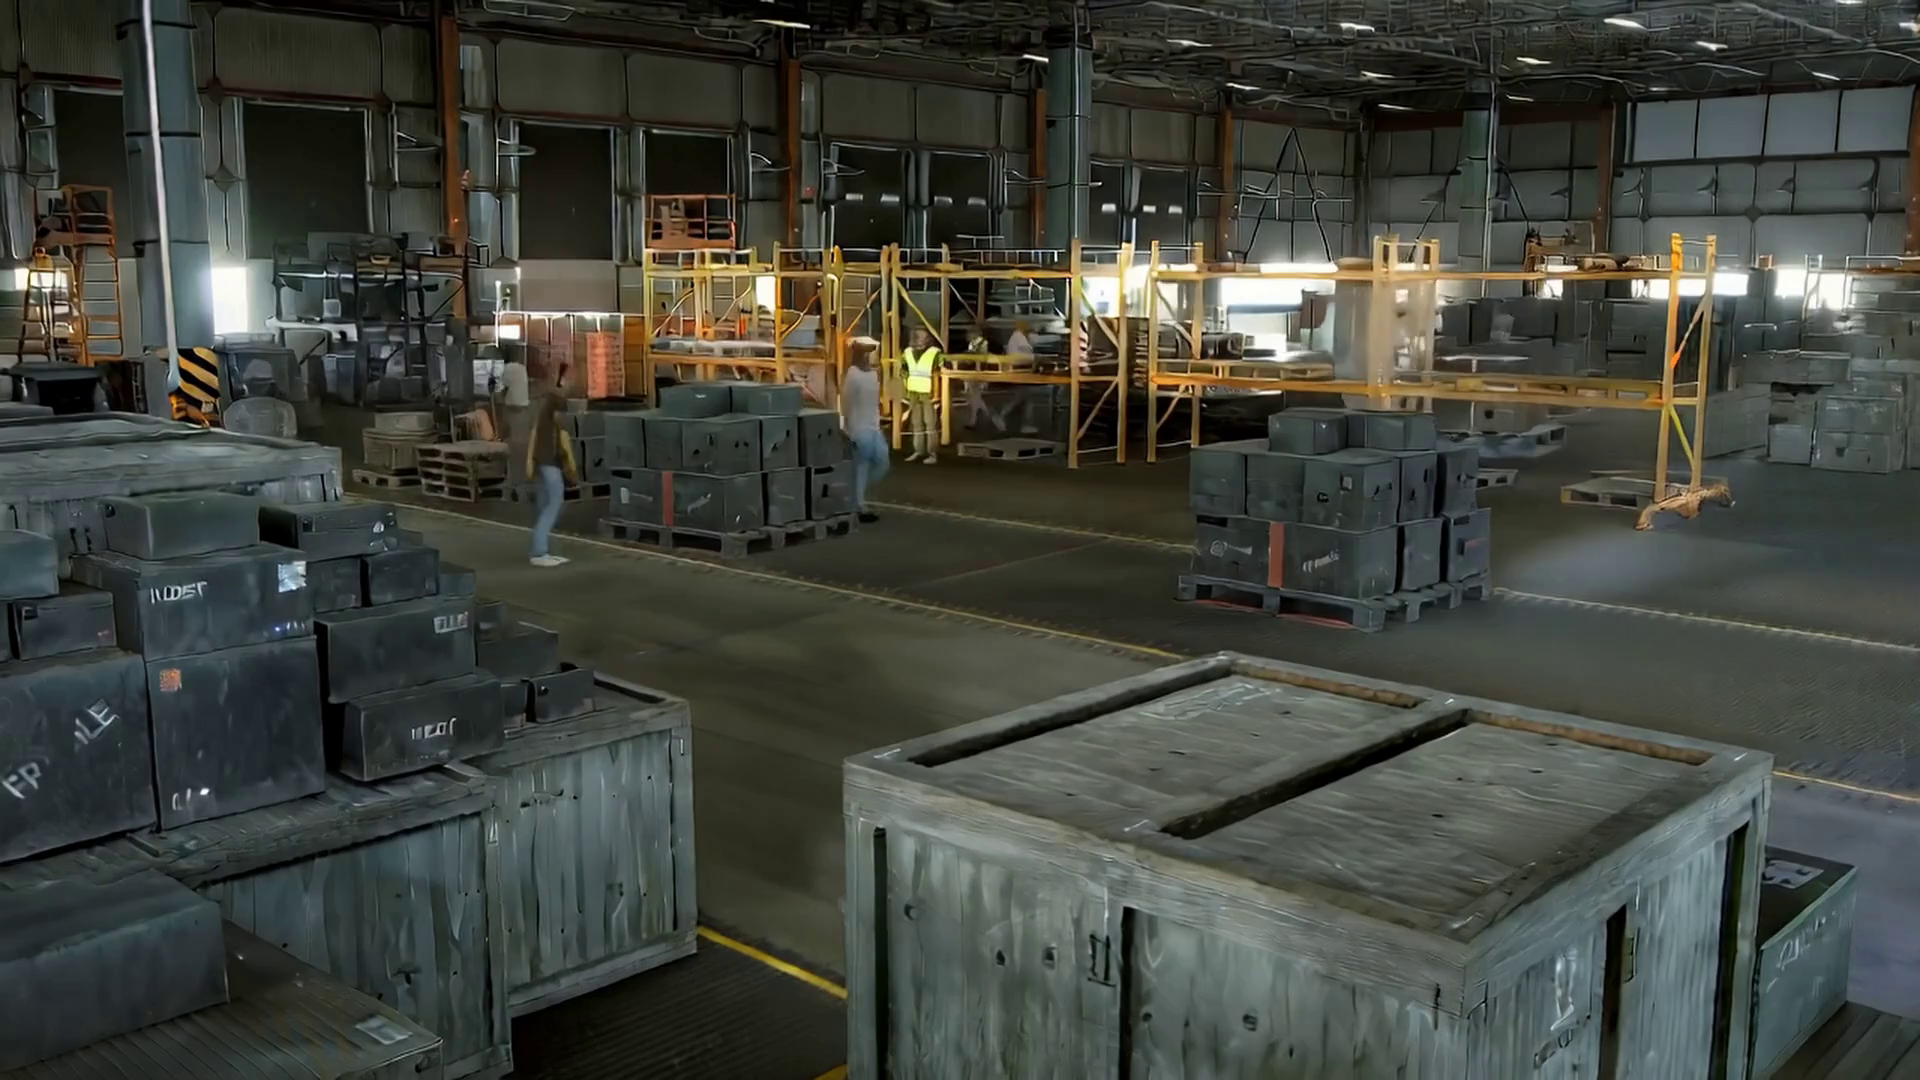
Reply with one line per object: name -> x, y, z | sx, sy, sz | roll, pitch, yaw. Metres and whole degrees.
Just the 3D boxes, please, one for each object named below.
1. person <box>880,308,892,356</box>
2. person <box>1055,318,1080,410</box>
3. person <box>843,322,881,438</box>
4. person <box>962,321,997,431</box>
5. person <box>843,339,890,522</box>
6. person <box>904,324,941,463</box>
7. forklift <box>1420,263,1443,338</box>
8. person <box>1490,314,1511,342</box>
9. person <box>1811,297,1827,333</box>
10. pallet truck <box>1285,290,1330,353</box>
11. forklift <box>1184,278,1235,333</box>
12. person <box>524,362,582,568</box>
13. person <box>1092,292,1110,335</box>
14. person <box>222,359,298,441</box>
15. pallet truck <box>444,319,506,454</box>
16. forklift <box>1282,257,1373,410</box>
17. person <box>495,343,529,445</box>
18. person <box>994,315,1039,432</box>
person -> -1.952, -5.334, 44.078 | 0.323, 1.632, 0.524 | 1, 9, 8
person -> 2.036, -3.331, 31.465 | 0.484, 1.739, 0.319 | -2, 10, -13
person -> -1.552, -2.511, 26.166 | 0.636, 1.834, 0.430 | -6, 11, -34
person -> 0.317, -2.726, 27.527 | 0.541, 1.819, 0.772 | 9, 13, 44
person -> -0.981, -1.132, 17.408 | 0.435, 1.923, 0.660 | 4, 10, 25
person -> -0.508, -2.010, 22.858 | 0.586, 1.910, 0.395 | 7, 11, 35
forklift -> 13.032, -6.424, 46.932 | 1.873, 2.768, 1.129 | 3, 10, 17
person -> 9.638, -3.051, 29.398 | 0.612, 1.843, 0.935 | -9, 13, -43
person -> 22.081, -5.287, 42.899 | 0.584, 1.916, 0.654 | 2, 9, 10
pallet truck -> 11.297, -6.951, 52.861 | 1.885, 1.965, 0.823 | -5, 11, -29
forklift -> 6.700, -6.374, 46.624 | 1.873, 2.768, 1.129 | 9, 13, 43
person -> -3.634, -0.659, 14.789 | 0.542, 1.828, 0.536 | -6, 11, -34
person -> 4.361, -6.684, 51.441 | 0.544, 1.930, 0.389 | 1, 9, 6
person -> -5.722, -0.520, 13.682 | 0.586, 1.919, 0.396 | -1, 9, -7
pallet truck -> -6.981, -1.942, 22.150 | 1.885, 1.965, 0.823 | 1, 9, 9
forklift -> 6.028, -2.950, 25.630 | 1.873, 2.768, 1.129 | 6, 11, 33
person -> -6.057, -1.870, 22.815 | 0.896, 1.652, 0.533 | 1, 9, 5
person -> 0.916, -2.662, 26.821 | 0.737, 1.917, 0.650 | -3, 10, -16
